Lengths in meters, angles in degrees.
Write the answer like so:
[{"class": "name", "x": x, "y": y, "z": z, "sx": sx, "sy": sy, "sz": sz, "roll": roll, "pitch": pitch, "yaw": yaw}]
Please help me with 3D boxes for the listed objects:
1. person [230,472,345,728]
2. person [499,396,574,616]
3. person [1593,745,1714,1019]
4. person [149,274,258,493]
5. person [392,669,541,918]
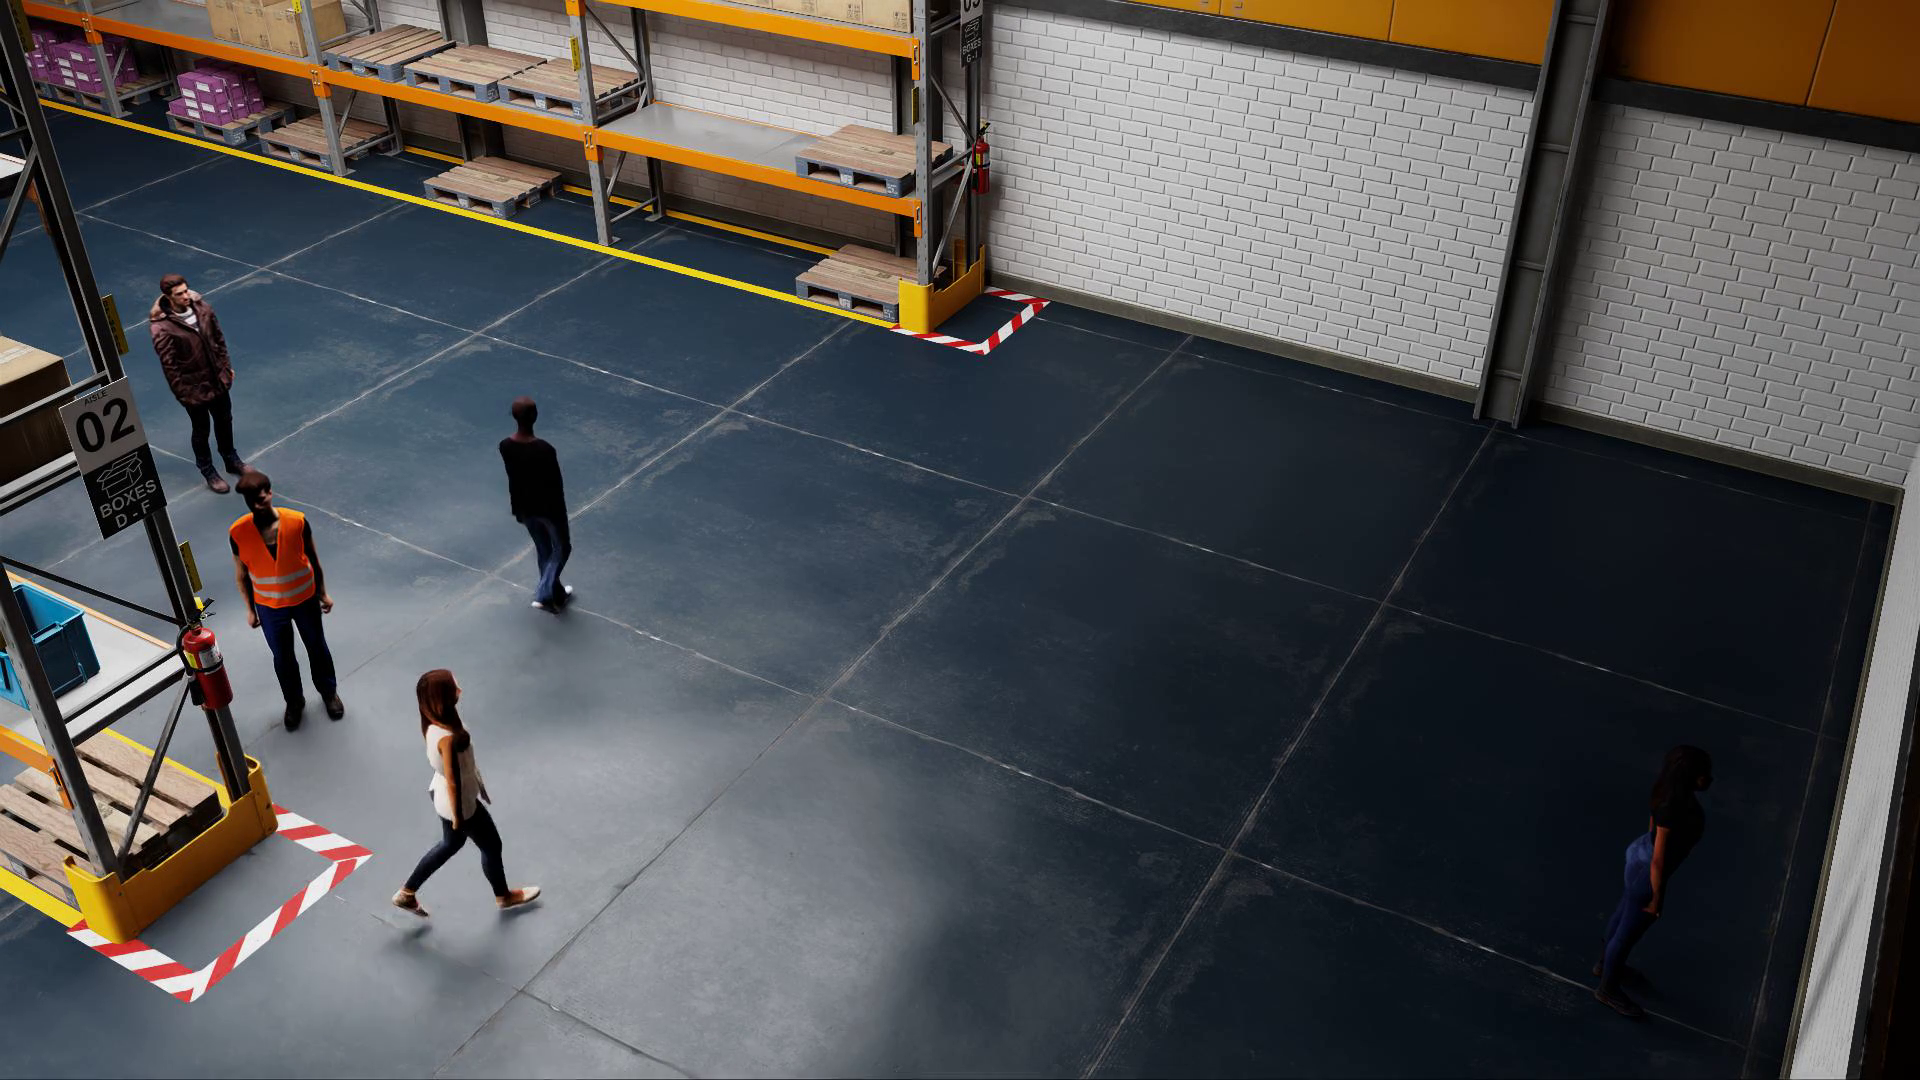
[{"class": "person", "x": -4.379, "y": 0.361, "z": 10.811, "sx": 0.802, "sy": 1.884, "sz": 0.839, "roll": -13, "pitch": 36, "yaw": -18}, {"class": "person", "x": -2.999, "y": -0.170, "z": 11.745, "sx": 0.803, "sy": 1.735, "sz": 0.769, "roll": 9, "pitch": 35, "yaw": 14}, {"class": "person", "x": 3.652, "y": 1.770, "z": 8.823, "sx": 0.555, "sy": 1.739, "sz": 0.585, "roll": 14, "pitch": 36, "yaw": 20}, {"class": "person", "x": -6.088, "y": -1.287, "z": 13.324, "sx": 0.682, "sy": 1.848, "sz": 0.765, "roll": 15, "pitch": 36, "yaw": 21}, {"class": "person", "x": -2.896, "y": 1.461, "z": 9.266, "sx": 0.985, "sy": 1.764, "sz": 1.049, "roll": -16, "pitch": 37, "yaw": -23}]
